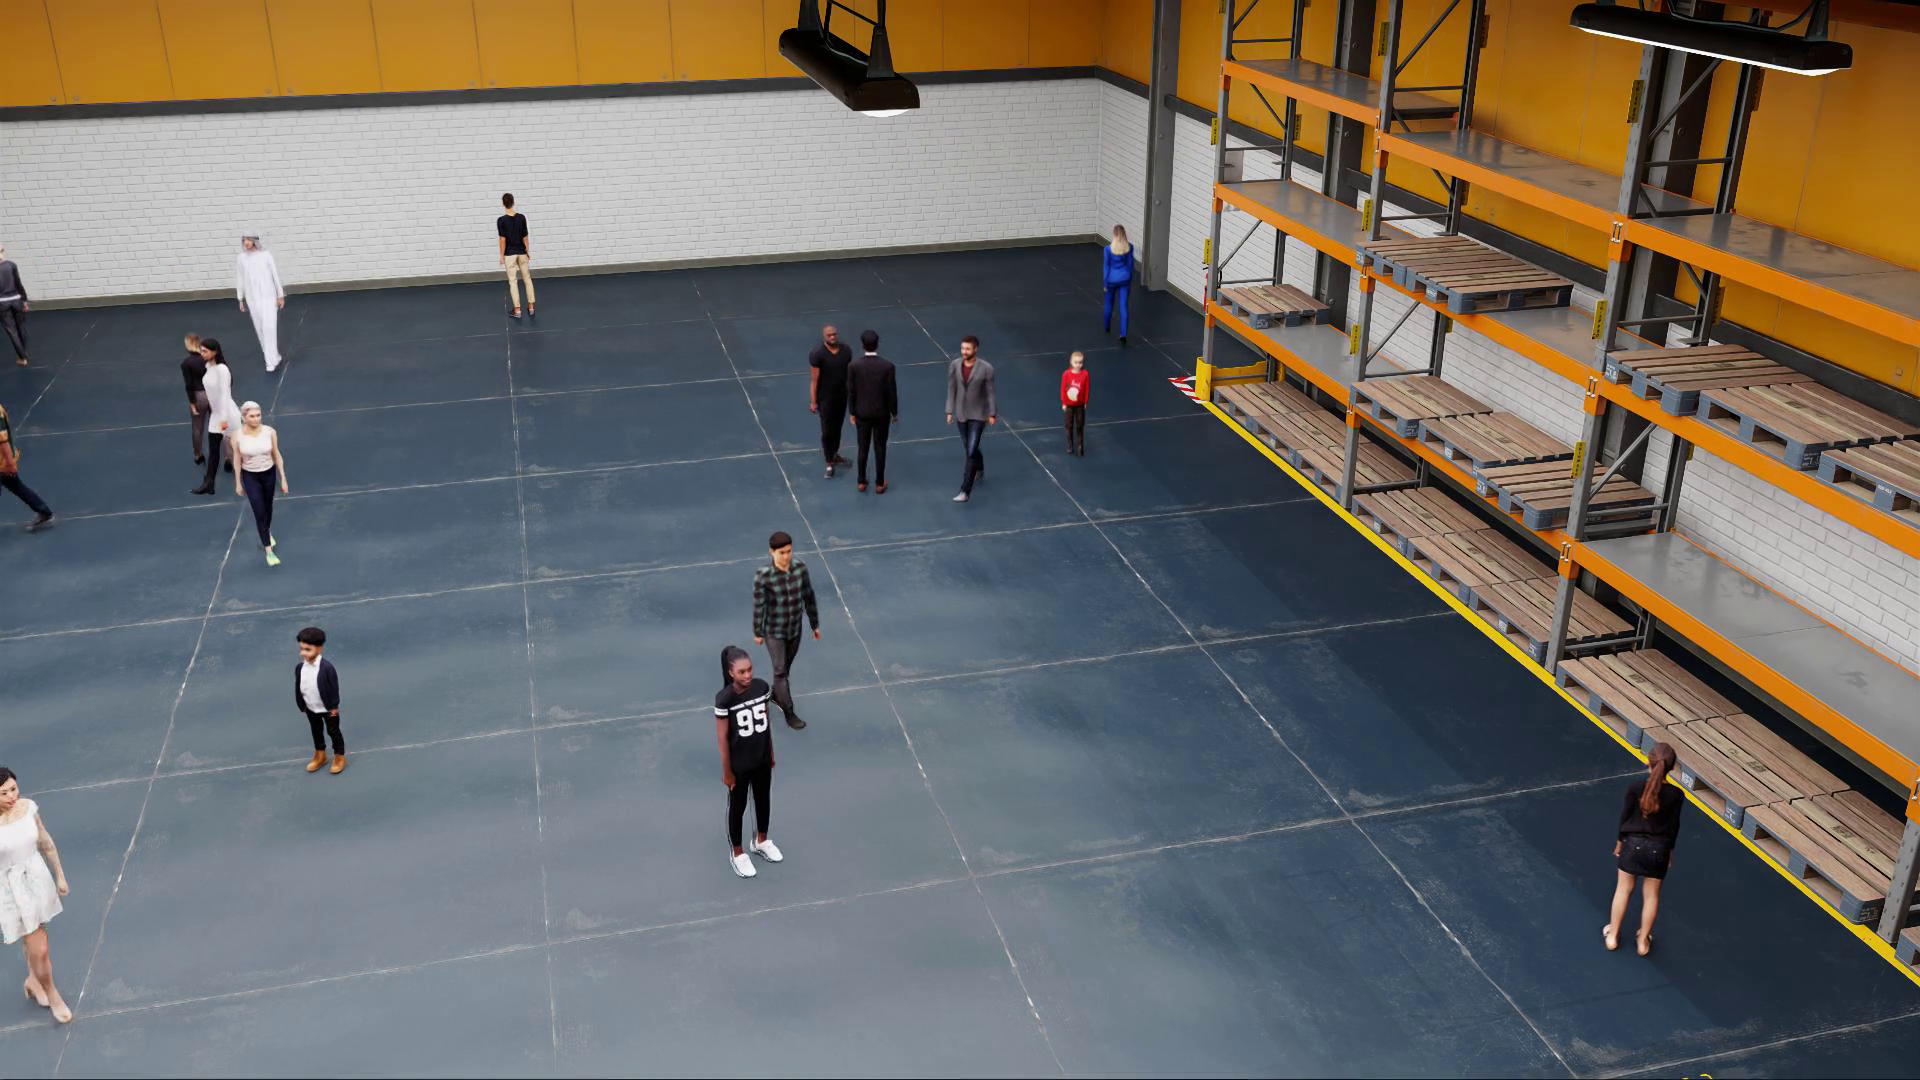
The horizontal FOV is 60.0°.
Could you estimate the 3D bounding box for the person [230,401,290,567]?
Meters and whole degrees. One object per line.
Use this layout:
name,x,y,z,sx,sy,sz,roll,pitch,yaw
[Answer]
person,-7.146,-0.620,16.955,0.917,1.646,1.252,-16,28,-32

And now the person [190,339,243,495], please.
person,-8.090,-1.369,18.529,1.095,1.759,1.051,20,30,38

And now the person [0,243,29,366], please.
person,-13.082,-3.249,22.906,1.104,1.697,0.939,21,31,40

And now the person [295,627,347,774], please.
person,-5.077,1.256,13.187,0.580,1.228,0.608,4,24,9

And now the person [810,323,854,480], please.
person,-1.459,-1.641,19.104,0.808,1.798,0.854,-18,29,-35

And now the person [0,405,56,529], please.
person,-9.968,-0.857,17.362,1.247,1.756,1.202,18,29,35

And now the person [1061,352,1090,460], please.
person,1.352,-1.641,19.770,0.607,1.263,0.803,0,24,1

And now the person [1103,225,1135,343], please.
person,2.292,-3.636,23.840,0.774,1.659,1.194,-2,24,-4

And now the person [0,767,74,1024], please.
person,-5.910,2.188,10.394,0.925,1.756,0.868,12,26,25

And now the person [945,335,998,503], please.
person,0.154,-1.395,18.507,1.214,1.823,1.294,12,26,25

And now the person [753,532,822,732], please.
person,-1.514,0.682,13.824,0.900,1.688,1.066,-17,29,-34

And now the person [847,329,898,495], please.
person,-0.964,-1.417,18.489,0.787,1.879,0.751,2,24,5

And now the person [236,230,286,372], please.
person,-9.532,-3.314,22.797,0.870,1.904,1.072,-1,24,-2

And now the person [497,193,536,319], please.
person,-6.710,-4.303,25.124,0.700,1.852,0.669,-17,29,-34

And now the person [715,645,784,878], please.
person,-1.533,1.555,11.876,0.708,1.730,0.728,-21,31,-39

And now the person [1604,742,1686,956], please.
person,4.542,2.032,11.003,0.626,1.556,0.681,10,26,22

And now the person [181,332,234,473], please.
person,-8.594,-1.557,19.100,0.971,1.645,0.865,19,30,36
